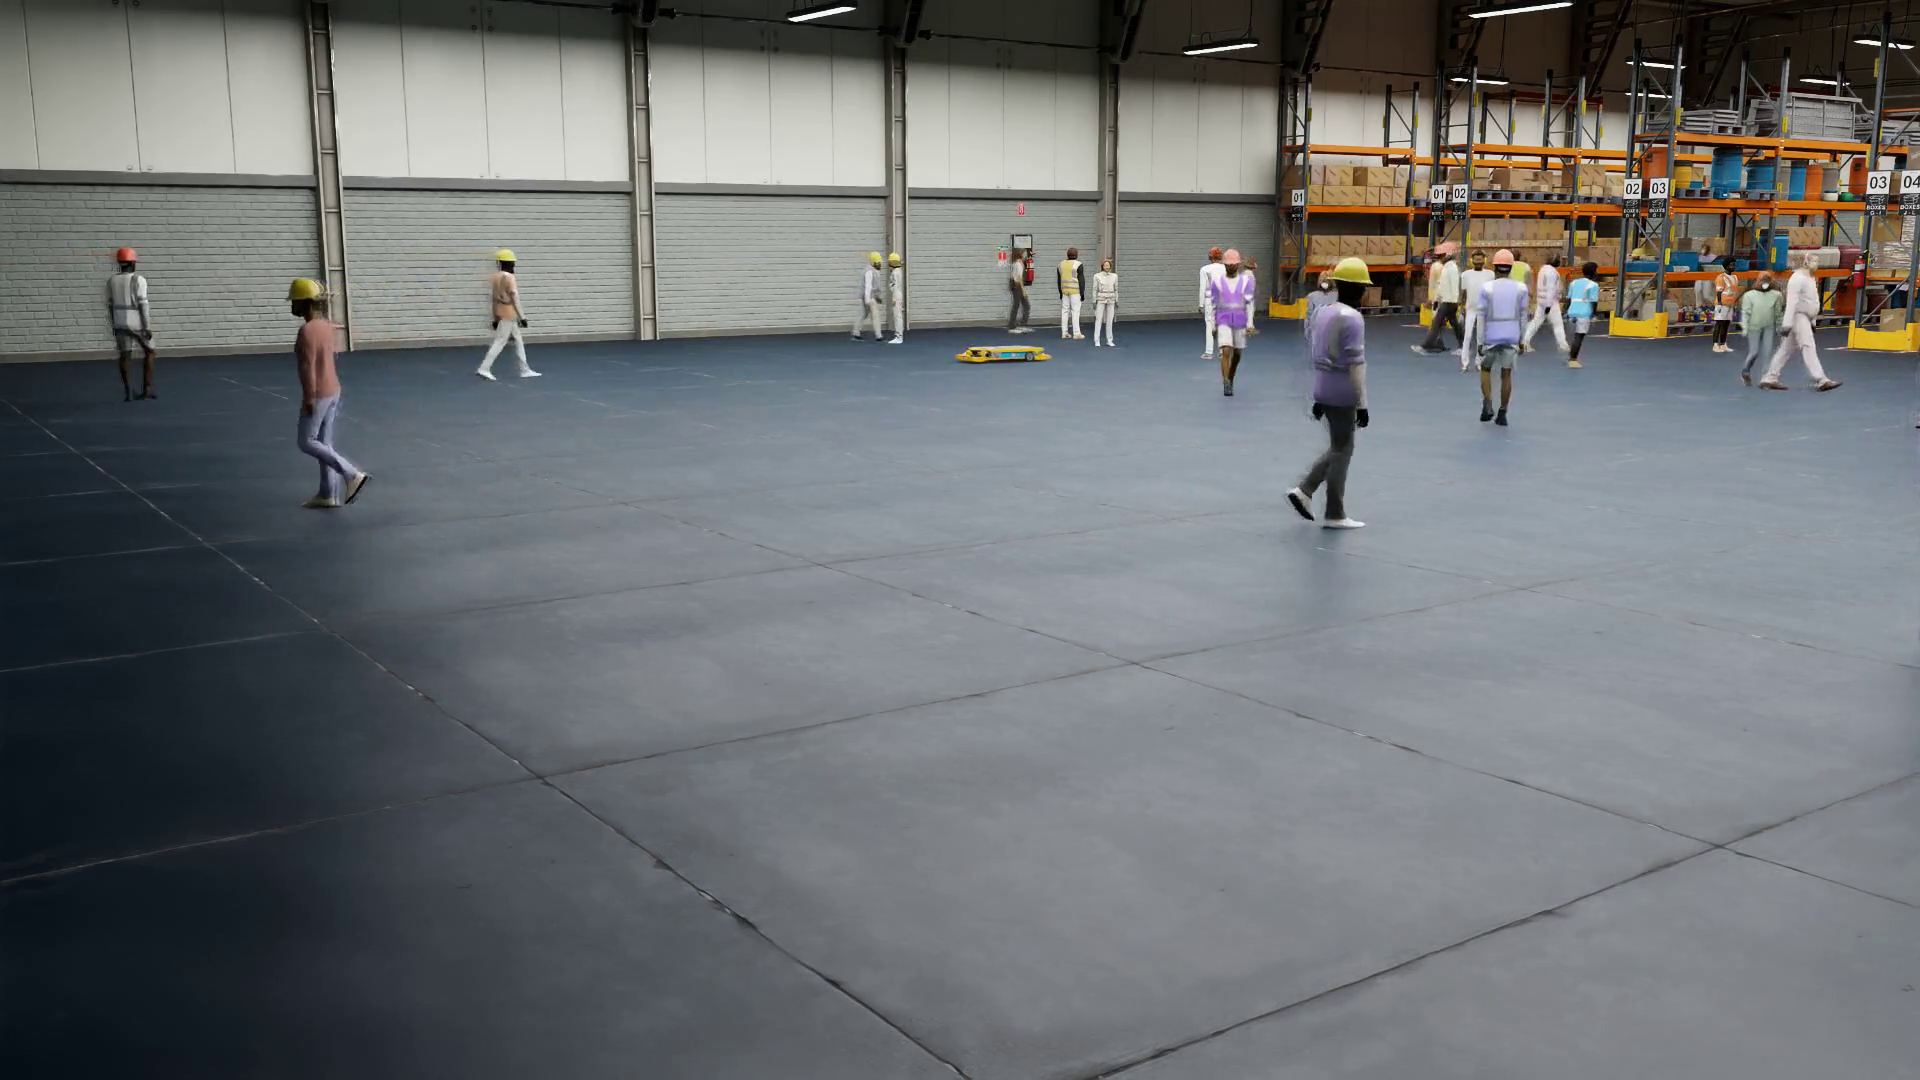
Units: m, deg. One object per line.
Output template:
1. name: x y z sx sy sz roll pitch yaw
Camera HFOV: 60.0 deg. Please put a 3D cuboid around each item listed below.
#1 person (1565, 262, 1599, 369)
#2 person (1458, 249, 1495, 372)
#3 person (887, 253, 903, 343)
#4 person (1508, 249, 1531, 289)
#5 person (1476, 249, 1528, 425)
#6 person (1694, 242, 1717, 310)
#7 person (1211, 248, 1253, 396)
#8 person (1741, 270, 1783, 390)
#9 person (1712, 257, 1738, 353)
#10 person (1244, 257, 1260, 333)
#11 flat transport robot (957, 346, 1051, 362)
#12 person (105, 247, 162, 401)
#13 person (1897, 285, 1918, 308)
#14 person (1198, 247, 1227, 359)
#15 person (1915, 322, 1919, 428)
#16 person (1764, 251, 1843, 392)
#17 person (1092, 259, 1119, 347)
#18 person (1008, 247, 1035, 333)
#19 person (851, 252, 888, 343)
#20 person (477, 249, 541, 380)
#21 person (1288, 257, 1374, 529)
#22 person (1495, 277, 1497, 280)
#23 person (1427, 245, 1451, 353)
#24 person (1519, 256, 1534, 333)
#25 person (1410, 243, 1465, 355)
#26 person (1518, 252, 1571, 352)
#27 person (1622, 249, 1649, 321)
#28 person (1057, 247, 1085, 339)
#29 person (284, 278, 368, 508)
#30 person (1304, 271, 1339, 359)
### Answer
1. person: 9.738 -3.506 25.985 0.595 1.663 0.547 -5 11 -25
2. person: 7.885 -3.483 25.327 0.553 1.872 0.345 2 10 9
3. person: -1.257 -4.686 32.272 0.318 1.741 0.521 0 10 1
4. person: 10.769 -4.752 32.394 0.636 1.826 0.432 -1 10 -7
5. person: 5.928 -2.215 18.248 0.559 1.921 0.450 2 10 8
6. person: 18.613 -6.450 41.461 0.727 1.917 0.639 -5 11 -24
7. person: 3.556 -2.866 21.844 0.548 1.915 0.848 0 10 3
8. person: 10.902 -2.865 22.658 0.524 1.613 0.583 1 10 8
9. person: 13.629 -4.176 29.595 0.535 1.697 0.318 -7 13 -34
10. person: 6.155 -5.233 35.573 0.519 1.618 0.517 3 11 16
11. flat transport robot: 0.727 -3.097 27.593 1.431 0.197 0.652 -5 11 -25
12. person: -10.400 -2.720 20.988 0.570 1.919 0.650 1 10 7
13. person: 19.239 -5.043 33.741 0.383 1.918 0.597 0 10 2
14. person: 4.304 -3.992 28.077 0.573 1.883 0.359 -2 11 -13
15. person: 10.590 -2.119 17.749 0.649 1.904 0.401 7 12 34
16. person: 11.292 -2.907 22.193 1.014 1.852 0.670 8 13 36
17. person: 2.735 -4.452 31.266 0.525 1.639 0.307 -3 11 -17
18. person: 1.349 -5.298 35.398 0.718 1.819 0.504 2 10 9
19. person: -1.798 -4.745 32.575 0.838 1.768 0.640 2 10 10
20. person: -6.601 -3.263 24.102 0.988 1.883 0.590 -7 12 -32
21. person: 2.657 -1.015 11.670 0.457 1.911 0.597 -2 10 -9
22. person: 12.364 -5.638 37.768 0.314 1.640 0.515 -6 12 -28
23. person: 8.598 -4.280 29.562 0.660 1.912 0.565 0 10 -1
24. person: 11.977 -5.230 35.534 0.523 1.638 0.310 6 12 28
25. person: 8.404 -4.168 28.888 1.041 1.935 0.652 1 10 5
26. person: 10.499 -4.244 29.694 0.953 1.802 0.619 0 10 -1
27. person: 14.624 -5.416 36.125 0.902 1.785 0.625 -8 13 -37
28. person: 2.279 -5.003 33.733 0.636 1.840 0.429 8 13 39
29. person: -4.786 -1.091 12.518 0.487 1.751 0.533 0 10 -1
30. person: 4.901 -2.814 22.371 0.506 1.607 0.704 4 11 21
